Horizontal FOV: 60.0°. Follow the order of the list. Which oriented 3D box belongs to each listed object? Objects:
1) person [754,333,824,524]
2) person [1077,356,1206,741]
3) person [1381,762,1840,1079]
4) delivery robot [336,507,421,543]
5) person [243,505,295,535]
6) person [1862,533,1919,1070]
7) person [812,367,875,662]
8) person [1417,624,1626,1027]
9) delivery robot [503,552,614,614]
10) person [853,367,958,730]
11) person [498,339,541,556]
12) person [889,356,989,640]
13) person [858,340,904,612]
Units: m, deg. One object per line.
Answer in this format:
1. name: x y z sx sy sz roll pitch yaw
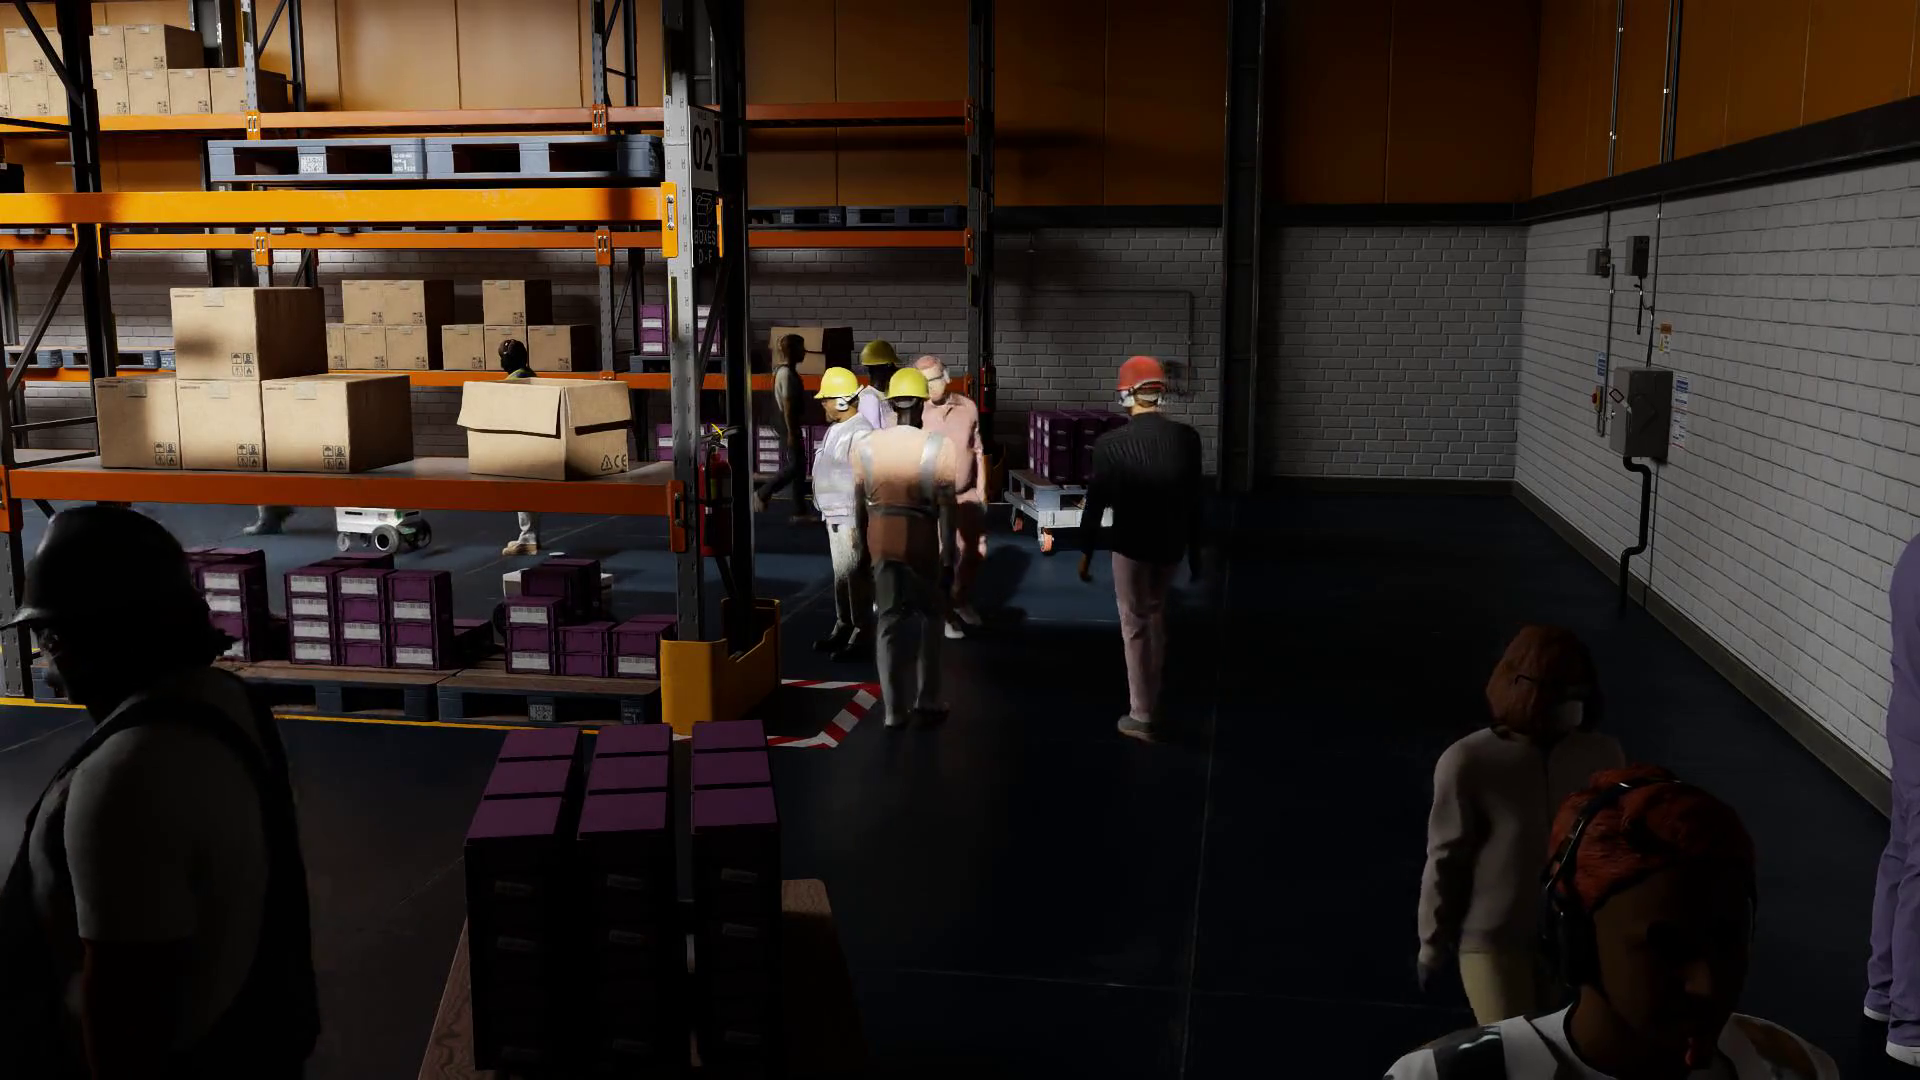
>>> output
1. person: -1.647 -1.043 15.798 0.612 1.833 0.524 0 9 -1
2. person: 0.926 0.037 8.671 0.648 1.967 0.657 -4 10 -21
3. person: 0.721 1.175 1.885 0.573 1.883 0.355 -2 9 -13
4. delivery robot: -5.008 -0.216 14.317 0.707 0.478 0.477 3 10 20
5. person: -6.434 -0.999 15.217 0.441 1.927 0.630 -3 10 -17
6. person: 3.028 0.654 5.045 0.403 1.906 0.651 3 10 19
7. person: -0.716 -0.160 10.344 0.404 1.826 0.587 -4 10 -21
8. person: 1.353 0.965 4.086 0.511 1.598 0.827 -3 10 -16
9. delivery robot: -2.644 0.325 10.961 0.707 0.478 0.477 3 10 22
10. person: -0.278 0.036 8.879 0.603 1.899 0.634 3 10 16
11. person: -3.763 -0.786 14.192 0.430 1.841 0.624 0 9 -3
12. person: -0.098 -0.271 10.894 0.713 1.872 0.404 -5 10 -29
13. person: -0.577 -0.452 11.829 0.357 1.930 0.588 0 9 -2
